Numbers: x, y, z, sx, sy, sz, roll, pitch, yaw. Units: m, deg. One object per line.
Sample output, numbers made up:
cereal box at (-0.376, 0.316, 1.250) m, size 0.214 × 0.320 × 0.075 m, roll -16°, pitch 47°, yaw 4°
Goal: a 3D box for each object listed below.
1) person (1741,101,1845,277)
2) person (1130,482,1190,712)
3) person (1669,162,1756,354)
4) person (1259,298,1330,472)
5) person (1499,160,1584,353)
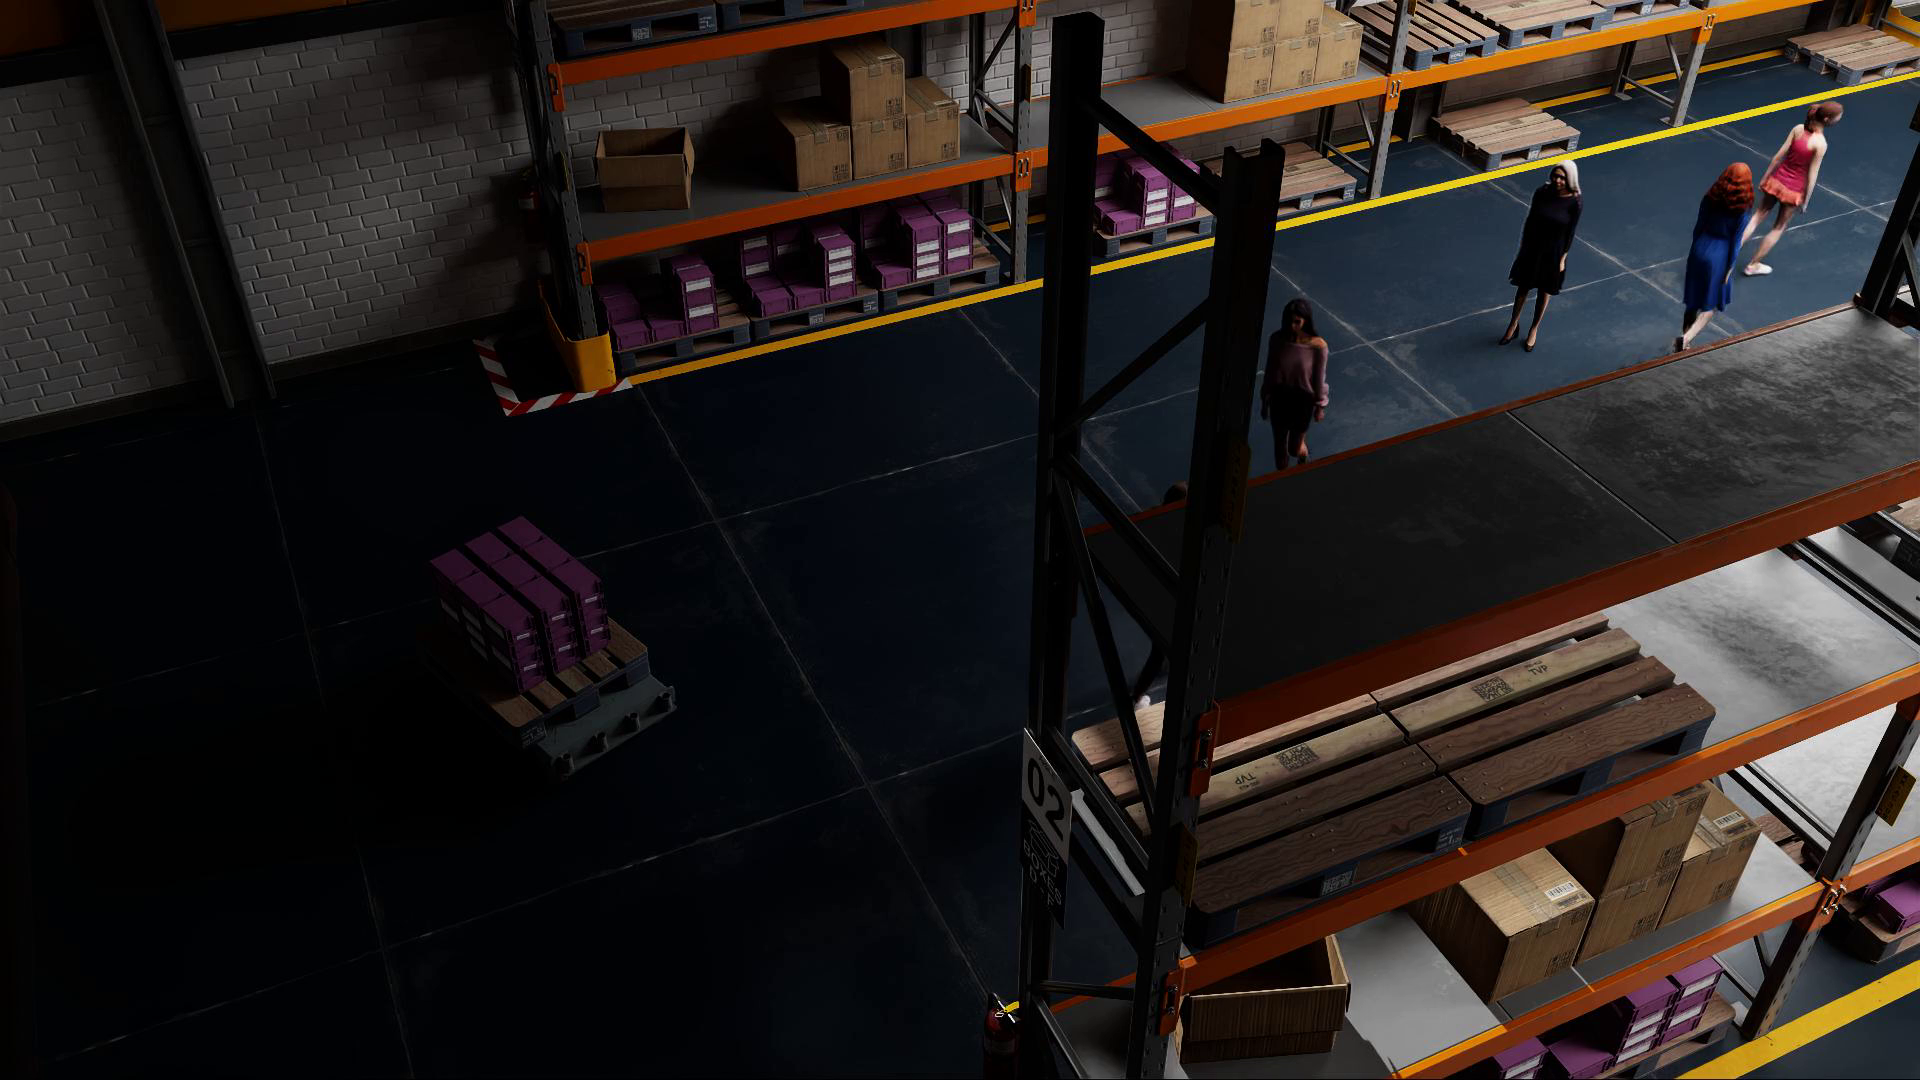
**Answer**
person at (7.434, -3.161, 15.025) m, size 0.767 × 1.723 × 0.645 m, roll -24°, pitch 45°, yaw -27°
person at (1.292, 0.398, 10.617) m, size 0.961 × 1.661 × 1.209 m, roll 26°, pitch 46°, yaw 29°
person at (6.154, -2.247, 13.806) m, size 0.814 × 1.815 × 0.692 m, roll -24°, pitch 44°, yaw -27°
person at (2.481, -1.037, 12.308) m, size 0.848 × 1.795 × 0.922 m, roll 17°, pitch 42°, yaw 20°
person at (4.934, -2.408, 14.062) m, size 0.697 × 1.747 × 0.722 m, roll 23°, pitch 44°, yaw 26°
